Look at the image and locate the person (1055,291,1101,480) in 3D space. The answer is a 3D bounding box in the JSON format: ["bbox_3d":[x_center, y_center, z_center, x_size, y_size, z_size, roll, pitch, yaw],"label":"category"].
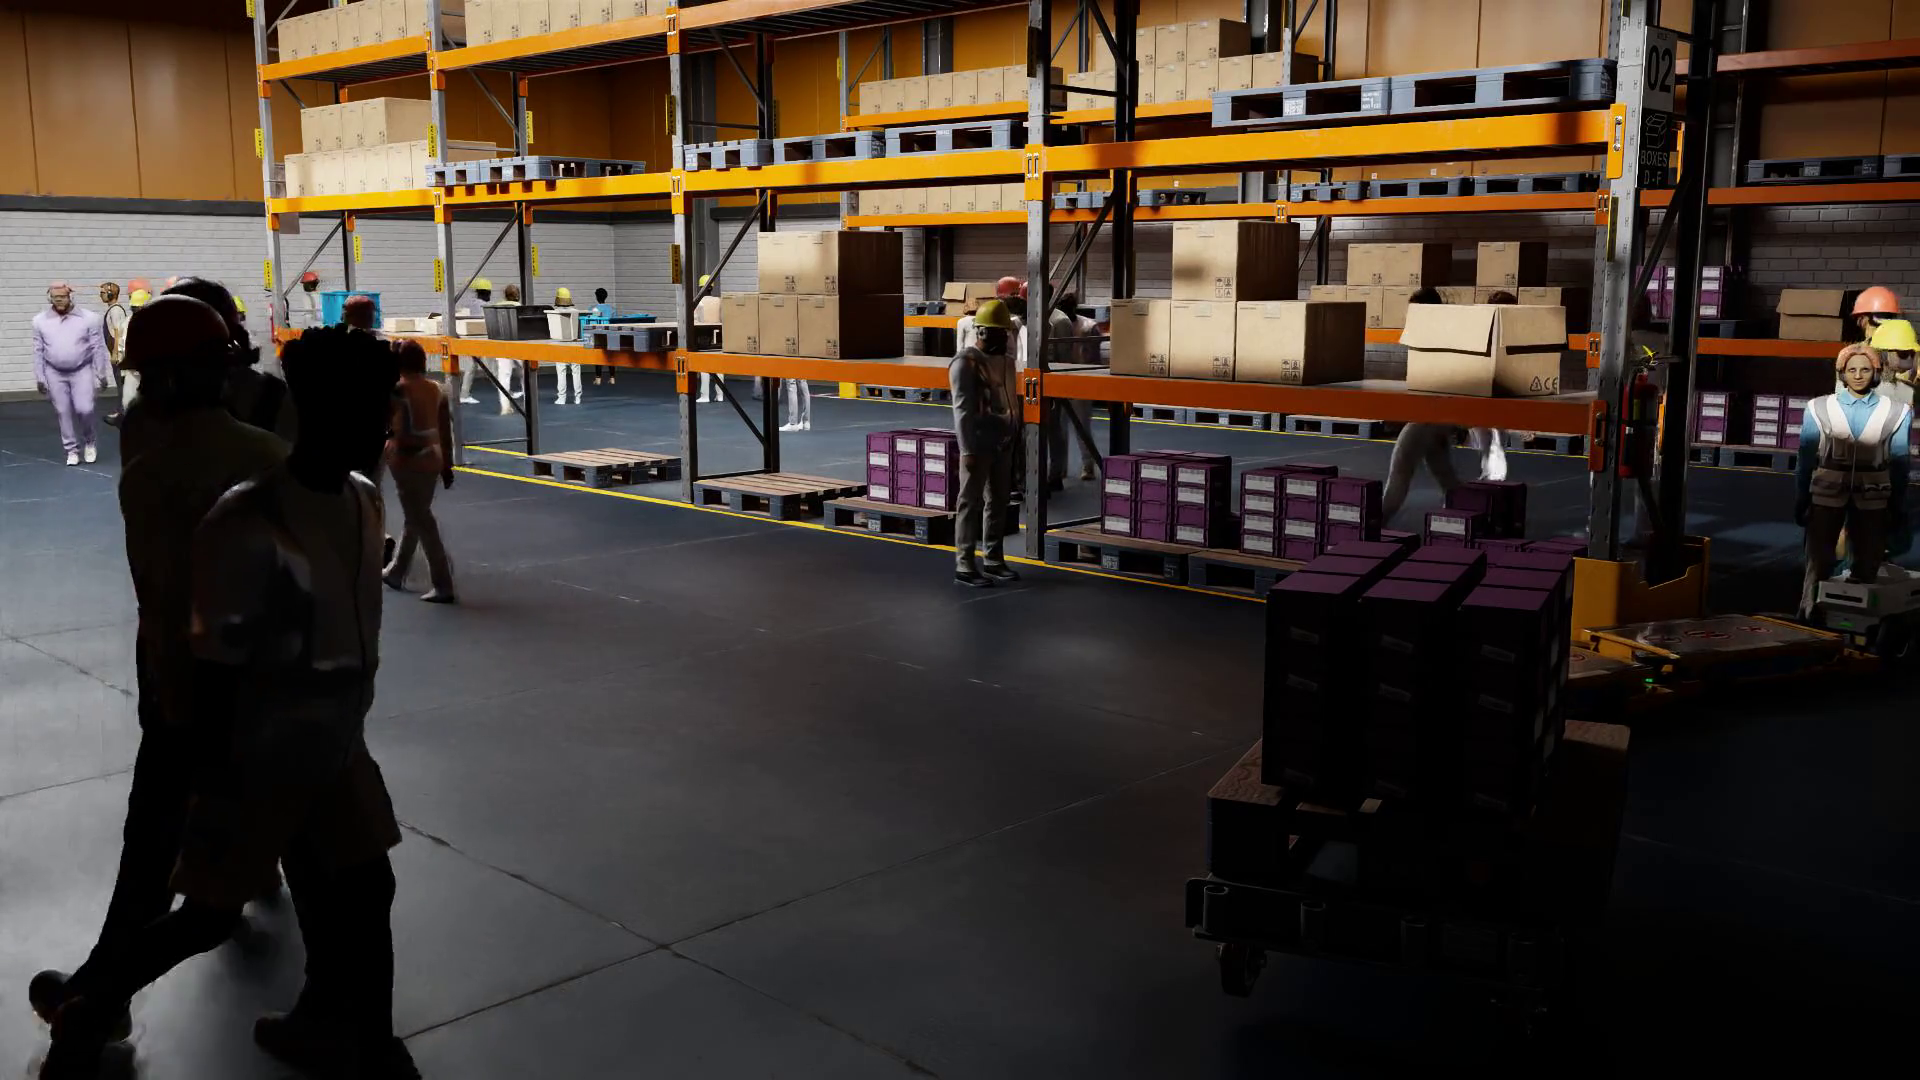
[{"bbox_3d":[1.041,-1.465,15.920,0.636,1.818,0.436,3,10,17],"label":"person"}]

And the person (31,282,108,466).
[{"bbox_3d":[-9.135,-1.696,17.058,0.677,1.887,0.432,-3,10,-19],"label":"person"}]

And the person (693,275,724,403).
[{"bbox_3d":[-3.812,-3.028,25.135,0.593,1.922,0.381,-7,11,-36],"label":"person"}]

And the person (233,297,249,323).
[{"bbox_3d":[-8.185,-1.861,18.659,0.878,1.707,0.529,-4,10,-22],"label":"person"}]

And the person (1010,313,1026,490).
[{"bbox_3d":[0.438,-1.241,15.107,0.384,1.620,0.523,3,10,18],"label":"person"}]

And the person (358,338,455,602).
[{"bbox_3d":[-3.396,-0.428,10.194,0.865,1.597,0.531,5,10,27],"label":"person"}]

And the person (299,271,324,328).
[{"bbox_3d":[-10.436,-3.380,27.097,1.024,2.005,0.622,3,10,17],"label":"person"}]

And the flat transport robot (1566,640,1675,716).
[{"bbox_3d":[2.486,0.661,7.570,1.431,0.197,0.652,-5,10,-26],"label":"flat transport robot"}]

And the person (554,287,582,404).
[{"bbox_3d":[-5.910,-2.905,24.931,0.487,1.746,0.290,-6,11,-31],"label":"person"}]

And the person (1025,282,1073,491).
[{"bbox_3d":[0.754,-1.415,15.200,0.359,1.938,0.635,-8,12,-40],"label":"person"}]

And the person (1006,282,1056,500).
[{"bbox_3d":[0.609,-1.317,14.629,0.543,1.928,0.374,-5,11,-28],"label":"person"}]

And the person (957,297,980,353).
[{"bbox_3d":[0.186,-2.574,23.276,0.493,1.625,0.281,-4,10,-21],"label":"person"}]

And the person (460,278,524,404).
[{"bbox_3d":[-7.116,-2.983,24.997,0.974,1.870,0.609,-7,11,-35],"label":"person"}]

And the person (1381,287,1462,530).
[{"bbox_3d":[3.248,-0.849,11.886,0.988,1.887,0.647,3,10,19],"label":"person"}]

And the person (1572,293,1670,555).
[{"bbox_3d":[4.748,-0.844,11.931,0.581,1.857,0.767,-3,10,-19],"label":"person"}]

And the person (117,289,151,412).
[{"bbox_3d":[-9.059,-1.869,18.426,0.606,1.790,0.641,0,9,0],"label":"person"}]

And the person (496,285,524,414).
[{"bbox_3d":[-6.276,-2.693,23.477,0.624,1.785,0.990,1,9,4],"label":"person"}]

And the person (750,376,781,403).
[{"bbox_3d":[-2.939,-2.949,25.268,0.550,1.722,0.891,-4,10,-23],"label":"person"}]

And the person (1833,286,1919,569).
[{"bbox_3d":[5.508,-0.568,10.089,0.558,1.912,0.537,-1,9,-9],"label":"person"}]

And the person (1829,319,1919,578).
[{"bbox_3d":[5.022,-0.340,9.176,0.530,1.753,0.494,-5,10,-27],"label":"person"}]

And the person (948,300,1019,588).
[{"bbox_3d":[0.178,-0.613,10.643,0.404,1.826,0.594,8,12,40],"label":"person"}]

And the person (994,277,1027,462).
[{"bbox_3d":[0.455,-1.507,15.738,0.612,1.939,0.949,-8,12,-40],"label":"person"}]

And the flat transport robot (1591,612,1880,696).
[{"bbox_3d":[3.757,0.552,8.240,1.431,0.197,0.652,-4,10,-21],"label":"flat transport robot"}]

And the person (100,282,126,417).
[{"bbox_3d":[-11.223,-2.495,22.108,0.346,1.846,0.506,-4,10,-25],"label":"person"}]

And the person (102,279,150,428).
[{"bbox_3d":[-10.289,-2.325,20.942,0.993,1.883,0.569,-1,9,-6],"label":"person"}]

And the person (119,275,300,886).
[{"bbox_3d":[-2.385,0.135,5.386,0.548,2.000,0.700,7,12,37],"label":"person"}]

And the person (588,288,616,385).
[{"bbox_3d":[-6.237,-3.547,29.039,0.530,1.689,0.321,-7,12,-37],"label":"person"}]

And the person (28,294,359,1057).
[{"bbox_3d":[-1.987,0.360,4.273,0.984,1.945,0.600,3,10,20],"label":"person"}]

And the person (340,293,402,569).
[{"bbox_3d":[-4.038,-0.740,11.292,0.632,1.868,0.910,-9,13,-44],"label":"person"}]

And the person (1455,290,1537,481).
[{"bbox_3d":[3.883,-0.866,12.064,0.585,1.870,0.420,-7,12,-38],"label":"person"}]

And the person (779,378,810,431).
[{"bbox_3d":[-2.080,-2.288,20.756,0.328,1.875,0.517,8,12,40],"label":"person"}]

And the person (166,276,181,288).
[{"bbox_3d":[-6.760,-1.317,14.560,0.645,1.942,1.002,-6,11,-34],"label":"person"}]

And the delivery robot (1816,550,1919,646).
[{"bbox_3d":[4.781,0.289,8.695,0.707,0.478,0.477,-7,12,-38],"label":"delivery robot"}]

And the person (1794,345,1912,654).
[{"bbox_3d":[4.539,-0.172,8.496,0.517,1.641,0.308,4,10,25],"label":"person"}]

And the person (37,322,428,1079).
[{"bbox_3d":[-1.655,0.456,3.829,0.964,1.918,0.642,2,10,14],"label":"person"}]
